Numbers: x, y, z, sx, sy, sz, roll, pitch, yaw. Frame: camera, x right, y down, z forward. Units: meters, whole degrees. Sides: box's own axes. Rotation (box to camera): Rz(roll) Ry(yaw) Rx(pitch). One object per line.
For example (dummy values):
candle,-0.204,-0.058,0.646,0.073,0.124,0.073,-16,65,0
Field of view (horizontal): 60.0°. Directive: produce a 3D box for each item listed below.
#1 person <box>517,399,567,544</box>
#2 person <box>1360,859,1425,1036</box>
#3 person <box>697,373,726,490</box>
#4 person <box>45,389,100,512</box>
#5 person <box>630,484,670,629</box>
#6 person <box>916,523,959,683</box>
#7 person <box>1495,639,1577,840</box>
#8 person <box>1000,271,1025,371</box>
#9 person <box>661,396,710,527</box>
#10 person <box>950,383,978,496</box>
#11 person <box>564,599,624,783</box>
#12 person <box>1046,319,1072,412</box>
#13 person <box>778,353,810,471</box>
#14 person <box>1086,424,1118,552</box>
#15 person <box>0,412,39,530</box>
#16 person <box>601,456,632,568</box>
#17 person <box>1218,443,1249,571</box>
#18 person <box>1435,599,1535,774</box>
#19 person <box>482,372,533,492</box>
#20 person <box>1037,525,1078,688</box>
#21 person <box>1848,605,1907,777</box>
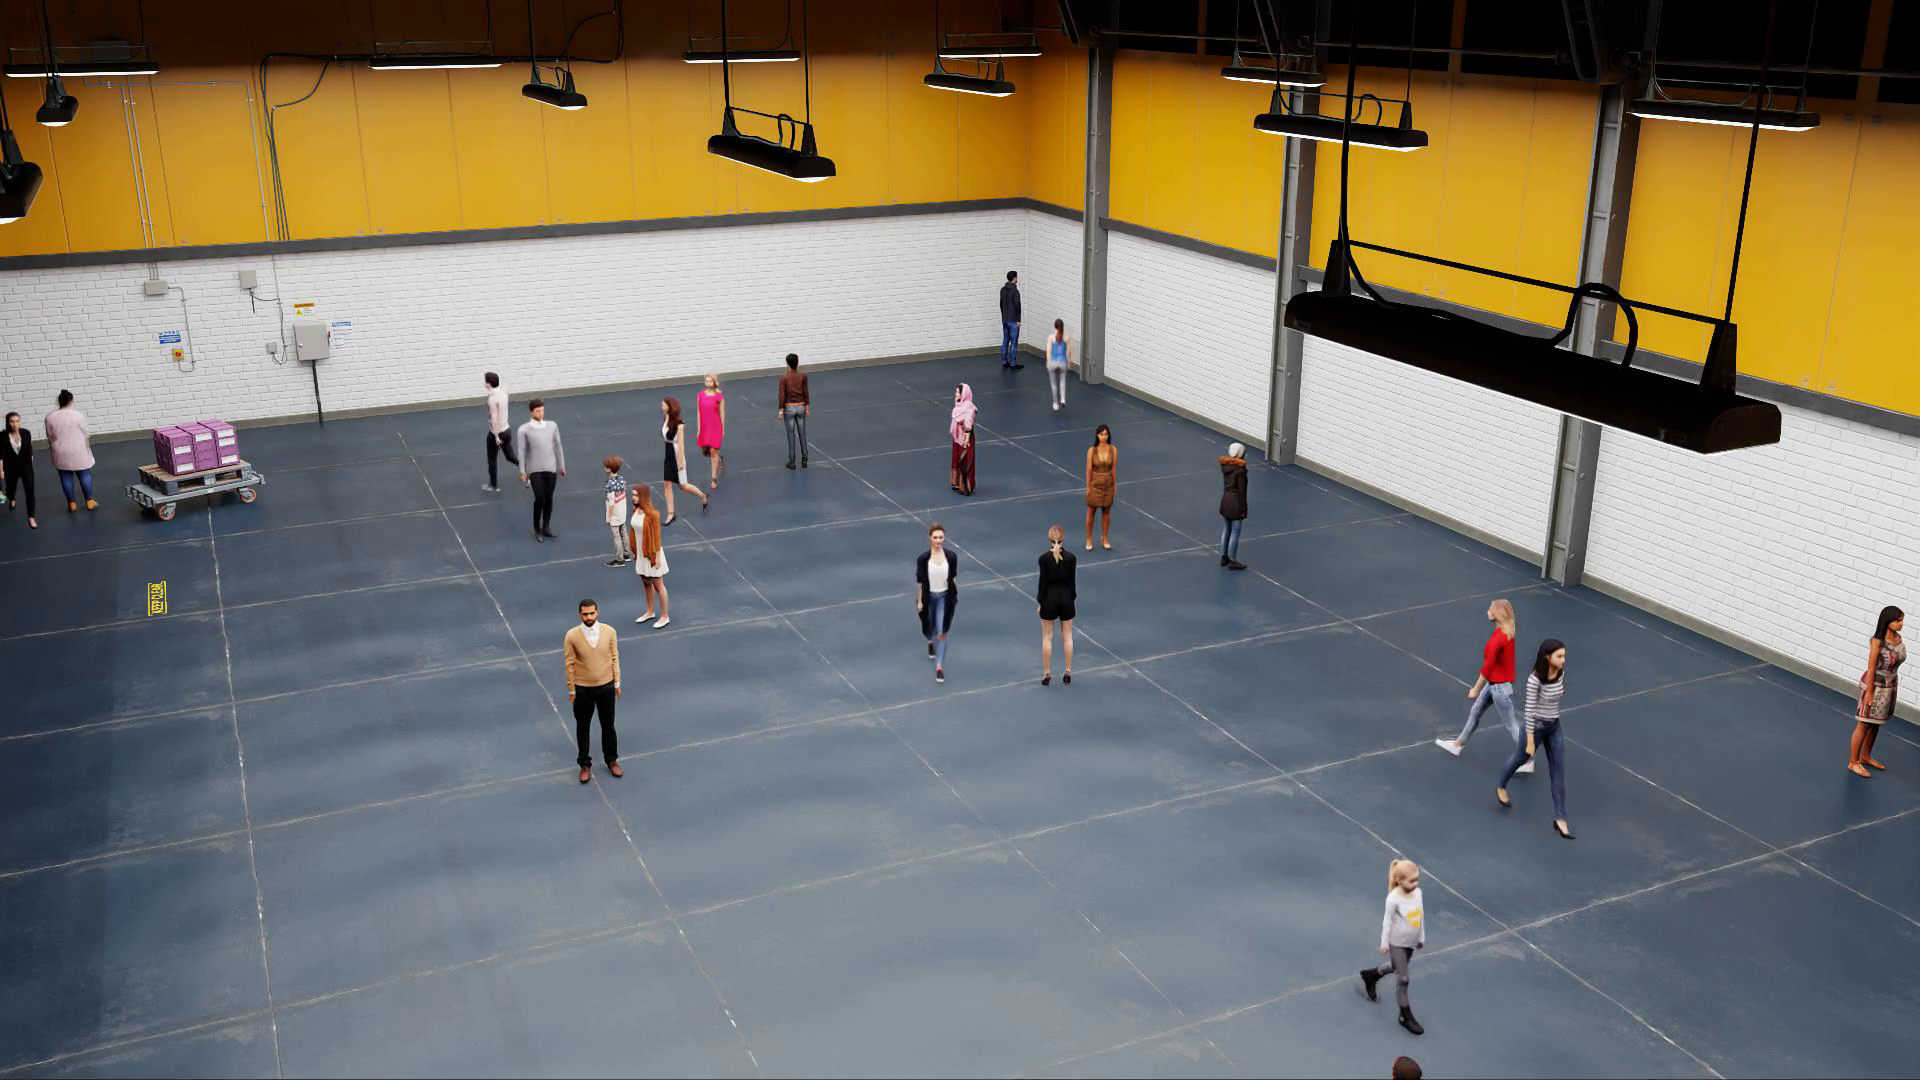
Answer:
person,-5.616,-0.960,22.174,0.802,1.910,0.741,-15,24,-38
person,3.117,2.842,11.903,0.574,1.259,0.901,-12,22,-32
person,-3.634,-1.636,24.498,0.875,1.708,0.956,5,19,14
person,-12.514,-1.266,23.355,0.724,1.737,0.666,-9,21,-25
person,-3.575,0.155,19.169,0.649,1.715,0.754,15,23,37
person,-0.273,0.624,17.876,0.874,1.651,1.187,-1,19,-4
person,5.001,1.693,14.565,0.657,1.738,1.164,-10,21,-27
person,0.968,-4.220,31.878,0.787,1.894,0.600,-15,24,-37
person,-3.825,-1.088,22.771,0.837,1.773,1.027,-16,24,-39
person,0.051,-1.488,24.171,0.719,1.636,0.529,-8,20,-22
person,-3.413,1.371,15.495,0.650,1.755,0.573,-8,20,-22
person,1.709,-3.008,28.744,0.651,1.598,0.703,-2,19,-7
person,-2.517,-1.968,25.375,0.640,1.778,0.500,-8,20,-23
person,1.841,-0.694,21.731,0.603,1.689,0.582,-3,19,-10
person,-12.847,-0.964,22.658,0.804,1.609,1.179,-14,23,-35
person,-4.381,-0.388,21.217,0.677,1.436,0.603,7,20,20
person,3.463,-0.440,21.058,0.672,1.636,0.518,-8,20,-23
person,5.105,1.423,15.517,1.225,1.643,1.068,10,21,27
person,-6.600,-1.546,24.110,1.116,1.786,1.100,5,19,14
person,1.009,0.687,17.508,0.623,1.767,0.600,-3,19,-10
person,8.619,1.389,15.614,0.679,1.645,0.574,-12,22,-31
